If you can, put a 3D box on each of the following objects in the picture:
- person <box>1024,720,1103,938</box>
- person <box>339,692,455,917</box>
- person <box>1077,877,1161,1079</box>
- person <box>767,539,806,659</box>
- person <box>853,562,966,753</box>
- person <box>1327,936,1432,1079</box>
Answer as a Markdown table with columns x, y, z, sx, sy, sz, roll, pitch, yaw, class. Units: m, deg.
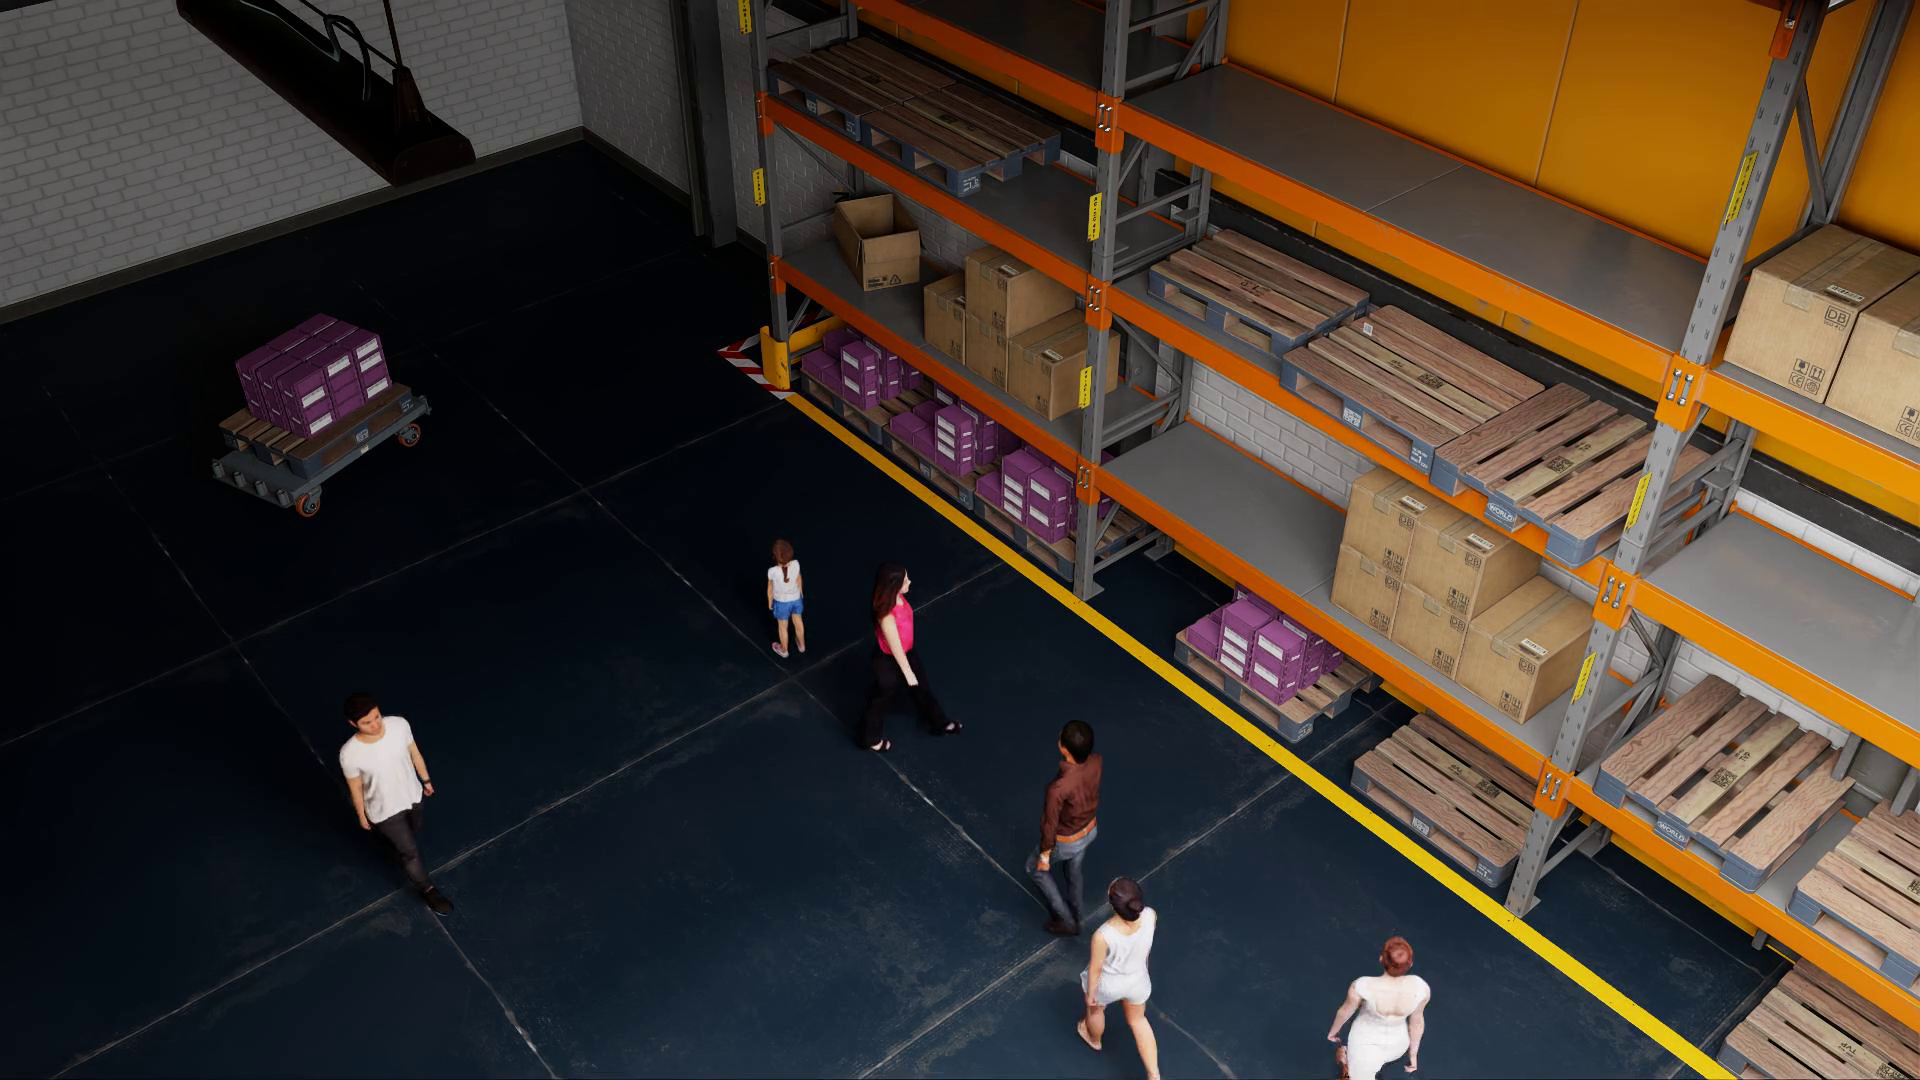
| x | y | z | sx | sy | sz | roll | pitch | yaw | class |
| --- | --- | --- | --- | --- | --- | --- | --- | --- | --- |
| 0.706 | 1.781 | 9.824 | 0.635 | 1.772 | 0.718 | 30 | 47 | 32 | person |
| -3.508 | 1.535 | 10.195 | 1.094 | 1.693 | 0.762 | 27 | 46 | 29 | person |
| 0.906 | 2.457 | 9.124 | 0.714 | 1.588 | 1.005 | -17 | 42 | -21 | person |
| -1.265 | 0.420 | 12.133 | 0.456 | 1.017 | 0.464 | -18 | 42 | -21 | person |
| -0.526 | 0.829 | 11.134 | 1.043 | 1.625 | 0.989 | 3 | 39 | 4 | person |
| 2.166 | 2.745 | 8.639 | 1.039 | 1.743 | 1.153 | 0 | 39 | 0 | person |
